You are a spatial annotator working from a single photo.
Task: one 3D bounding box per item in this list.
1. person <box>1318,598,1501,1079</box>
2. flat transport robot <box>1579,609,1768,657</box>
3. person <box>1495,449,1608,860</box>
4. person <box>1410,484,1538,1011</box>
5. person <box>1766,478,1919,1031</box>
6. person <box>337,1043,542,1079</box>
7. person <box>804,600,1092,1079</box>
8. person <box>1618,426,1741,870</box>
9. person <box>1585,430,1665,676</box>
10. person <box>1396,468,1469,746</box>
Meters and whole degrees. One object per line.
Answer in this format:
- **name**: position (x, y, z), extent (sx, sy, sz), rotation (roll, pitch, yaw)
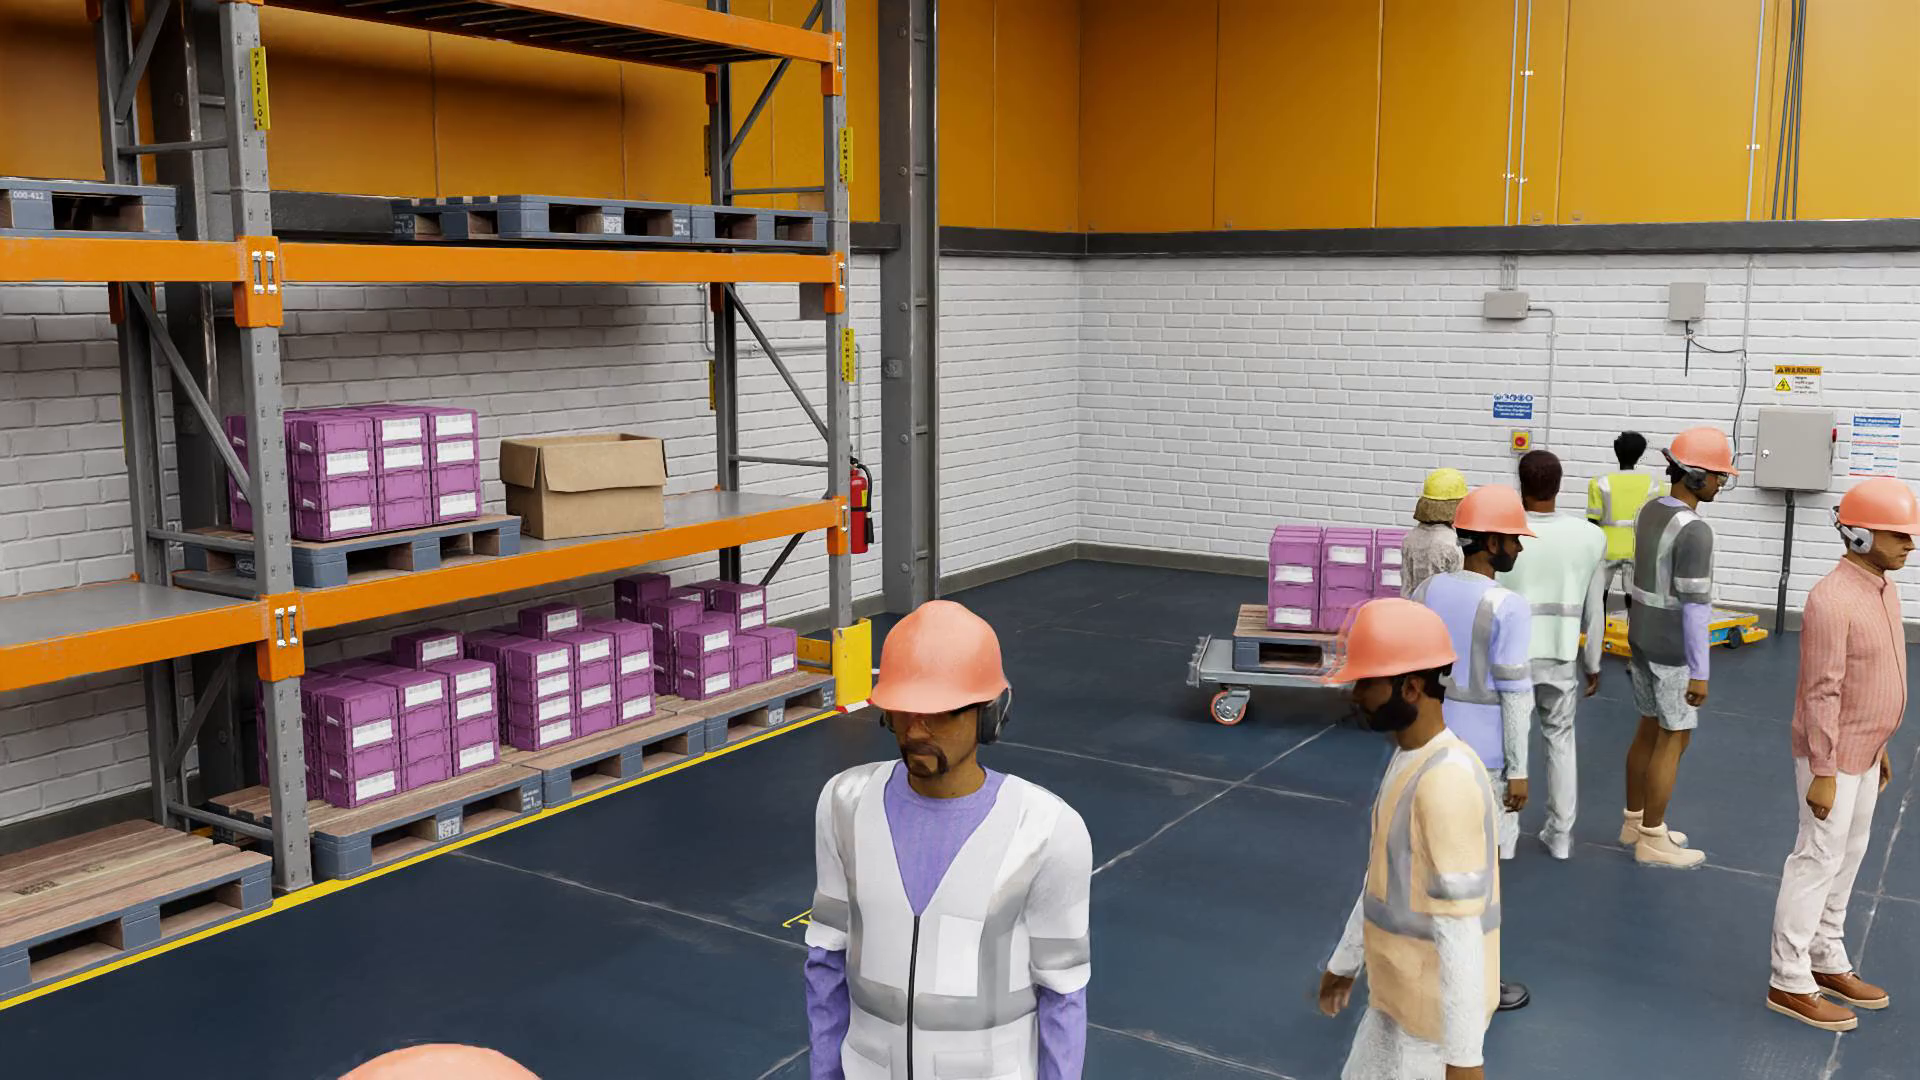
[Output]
- **person**: position (1.122, 1.099, 4.007), extent (0.868, 1.907, 0.627), rotation (1, 9, 7)
- **flat transport robot**: position (5.214, 0.652, 12.205), extent (1.431, 0.197, 0.652), rotation (-6, 10, -32)
- **person**: position (2.640, 0.540, 7.647), extent (0.595, 1.911, 0.433), rotation (0, 9, 3)
- **person**: position (1.895, 0.757, 6.136), extent (0.374, 1.934, 0.548), rotation (-5, 10, -27)
- **person**: position (3.201, 0.760, 5.976), extent (0.403, 1.987, 0.608), rotation (9, 12, 44)
- **person**: position (-0.381, 1.411, 1.650), extent (0.699, 2.013, 0.769), rotation (1, 9, 6)
- **person**: position (-0.043, 1.128, 3.371), extent (0.608, 2.047, 0.366), rotation (3, 9, 21)
- **person**: position (3.267, 0.493, 7.569), extent (0.410, 2.028, 0.620), rotation (0, 9, 0)
- **person**: position (4.554, 0.078, 11.410), extent (0.531, 1.660, 0.778), rotation (1, 9, 8)
- **person**: position (2.424, 0.501, 8.422), extent (0.294, 1.744, 0.486), rotation (-4, 10, -26)
